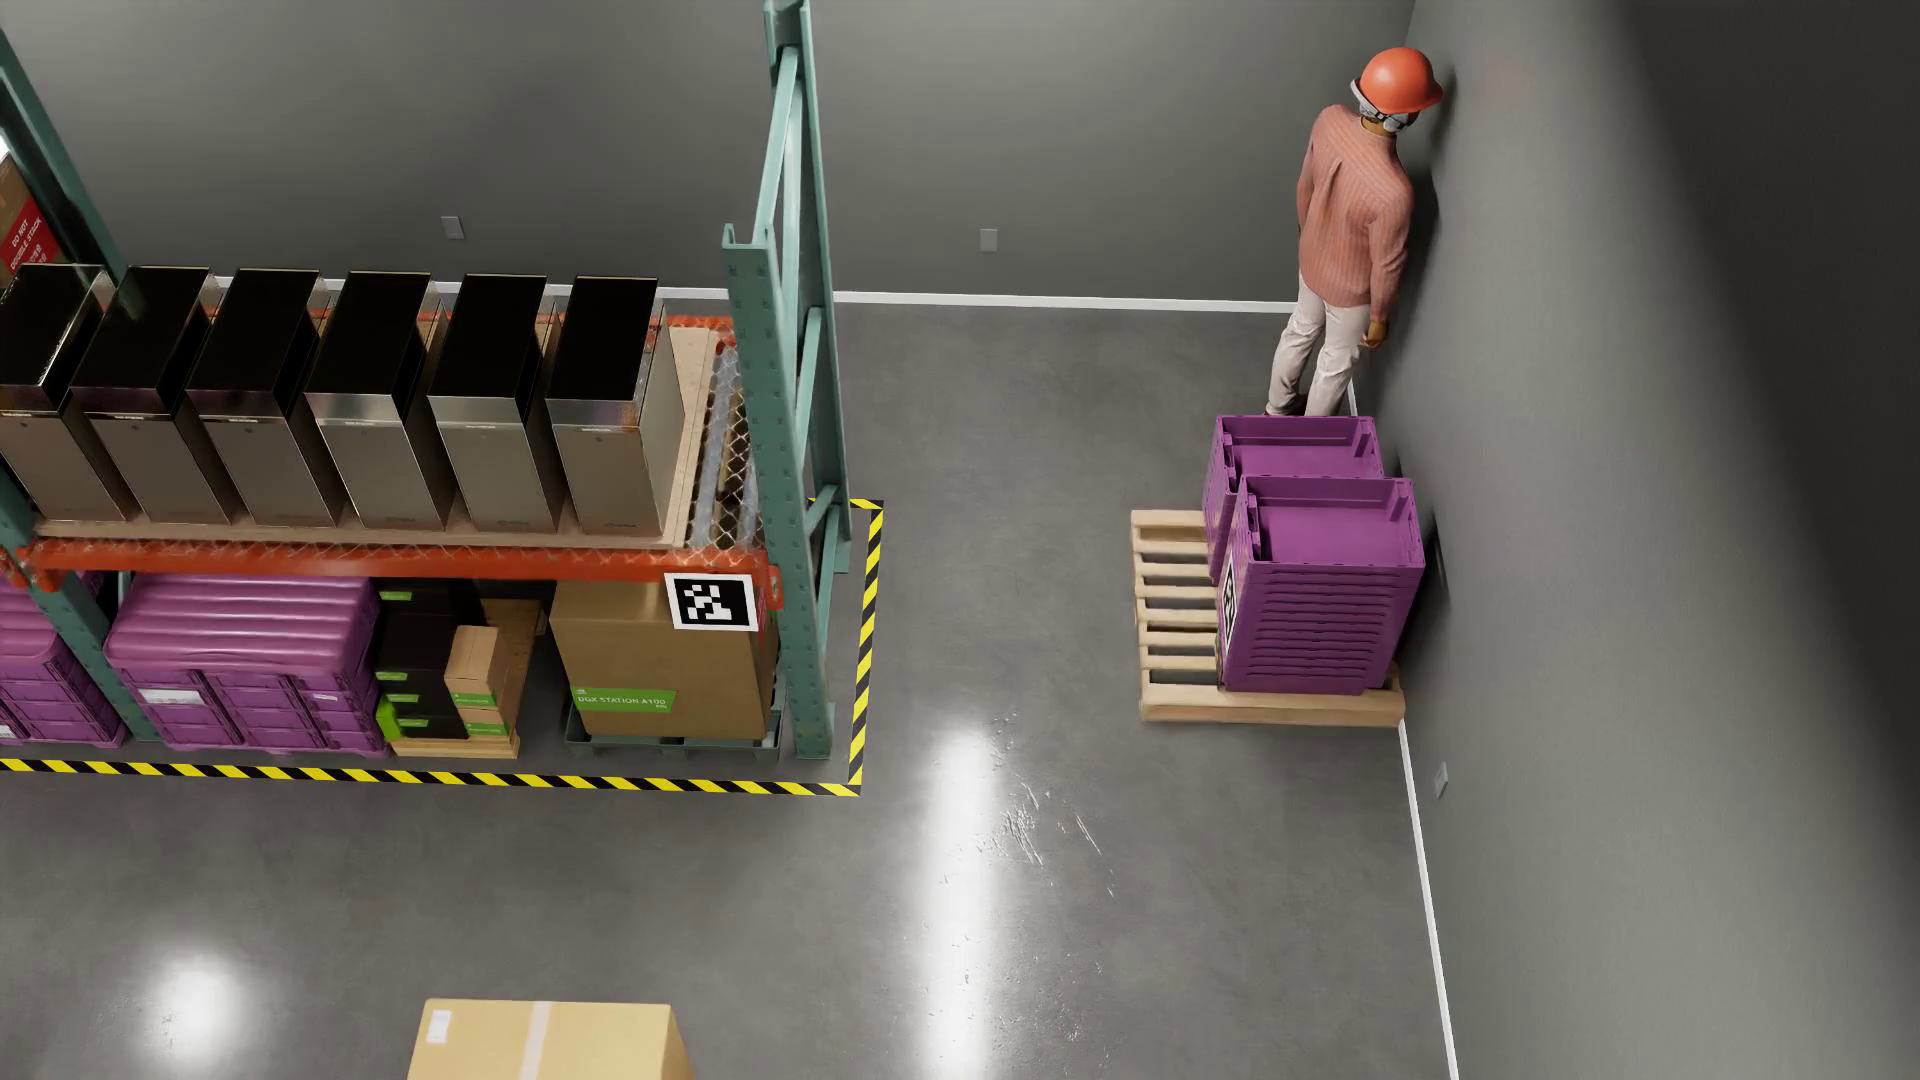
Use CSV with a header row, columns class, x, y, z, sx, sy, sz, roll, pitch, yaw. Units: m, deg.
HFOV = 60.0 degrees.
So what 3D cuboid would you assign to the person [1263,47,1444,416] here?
class,x,y,z,sx,sy,sz,roll,pitch,yaw
person,1.511,-1.055,6.488,0.382,1.993,0.622,-18,54,-14
